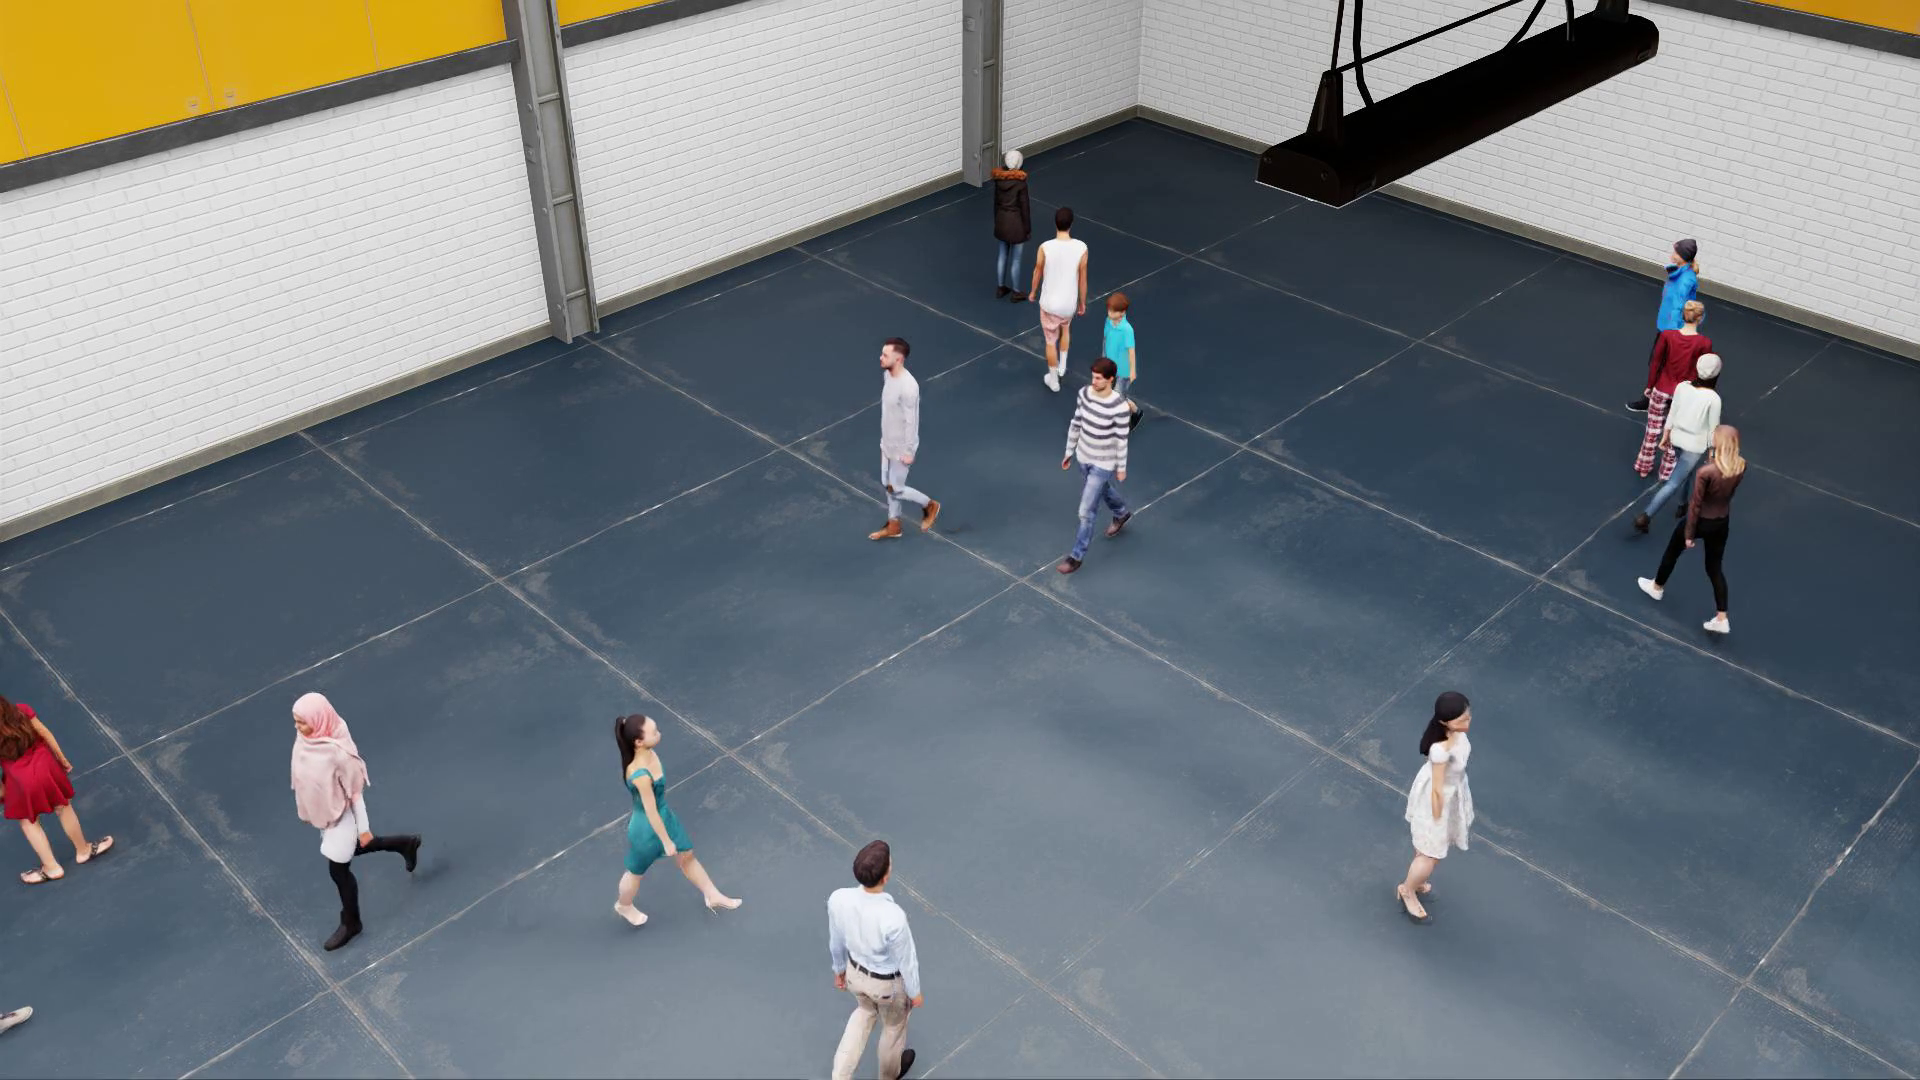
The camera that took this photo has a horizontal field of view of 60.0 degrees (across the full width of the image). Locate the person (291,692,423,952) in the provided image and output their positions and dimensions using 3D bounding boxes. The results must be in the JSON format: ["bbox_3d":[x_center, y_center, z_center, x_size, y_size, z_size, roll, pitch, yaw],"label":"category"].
[{"bbox_3d":[-3.634,1.599,9.946,0.753,1.784,1.103,22,39,29],"label":"person"}]

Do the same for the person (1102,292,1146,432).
[{"bbox_3d":[1.506,-1.621,15.114,0.727,1.427,0.604,-19,38,-27],"label":"person"}]

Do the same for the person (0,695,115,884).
[{"bbox_3d":[-5.754,1.455,10.397,0.569,1.525,0.787,-17,37,-24],"label":"person"}]

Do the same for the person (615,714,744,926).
[{"bbox_3d":[-1.926,1.719,9.892,1.066,1.644,0.981,-2,34,-3],"label":"person"}]

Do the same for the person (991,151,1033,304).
[{"bbox_3d":[0.540,-3.299,17.449,0.642,1.635,0.610,25,41,33],"label":"person"}]

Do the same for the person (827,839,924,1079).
[{"bbox_3d":[-0.473,2.347,8.774,0.752,1.836,0.933,19,38,27],"label":"person"}]

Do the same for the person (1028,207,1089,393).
[{"bbox_3d":[0.948,-2.218,15.711,0.860,1.761,0.917,-6,34,-9],"label":"person"}]

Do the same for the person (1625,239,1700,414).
[{"bbox_3d":[6.599,-1.887,15.198,0.894,1.776,0.944,12,36,18],"label":"person"}]

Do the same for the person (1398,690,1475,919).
[{"bbox_3d":[2.871,1.578,10.000,0.822,1.760,0.702,7,34,10],"label":"person"}]

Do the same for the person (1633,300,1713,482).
[{"bbox_3d":[6.180,-1.297,14.378,0.657,1.701,0.574,19,38,26],"label":"person"}]

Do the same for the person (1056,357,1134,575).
[{"bbox_3d":[1.164,-0.668,13.337,1.238,1.806,0.712,-26,41,-33],"label":"person"}]

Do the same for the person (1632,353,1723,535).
[{"bbox_3d":[5.926,-0.761,13.652,1.150,1.612,0.752,-19,38,-26],"label":"person"}]

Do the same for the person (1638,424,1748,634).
[{"bbox_3d":[5.691,-0.062,12.551,1.136,1.667,1.025,-9,35,-14],"label":"person"}]

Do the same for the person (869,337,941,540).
[{"bbox_3d":[-0.442,-0.809,13.531,0.969,1.827,0.862,-14,36,-20],"label":"person"}]
